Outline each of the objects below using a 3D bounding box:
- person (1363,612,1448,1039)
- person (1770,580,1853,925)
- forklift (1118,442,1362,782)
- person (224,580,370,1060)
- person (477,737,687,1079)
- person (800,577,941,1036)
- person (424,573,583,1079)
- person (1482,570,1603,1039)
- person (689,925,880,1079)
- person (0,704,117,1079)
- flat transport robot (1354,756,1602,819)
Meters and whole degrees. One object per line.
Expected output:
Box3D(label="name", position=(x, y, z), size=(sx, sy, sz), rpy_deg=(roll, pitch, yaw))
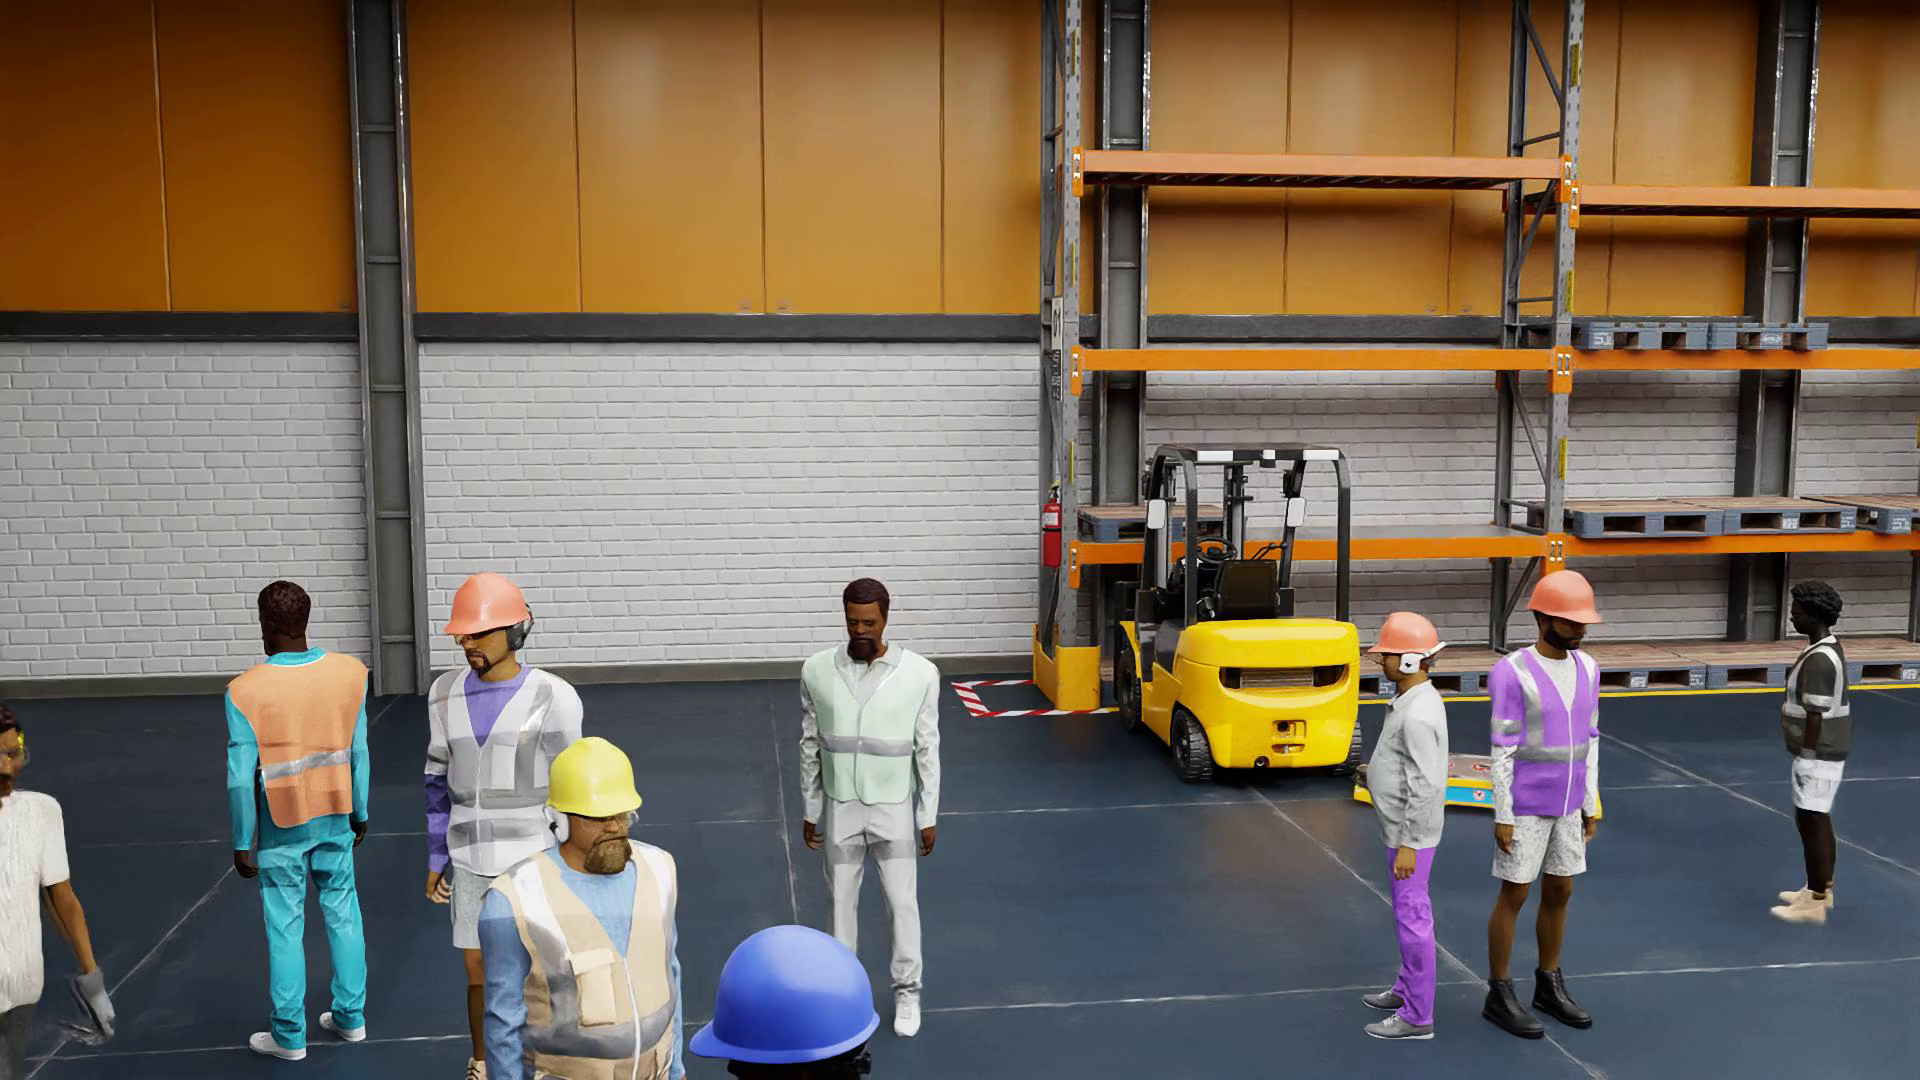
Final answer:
Box3D(label="person", position=(1.831, 1.165, 6.864), size=(0.333, 1.749, 0.574), rpy_deg=(2, 7, 13))
Box3D(label="person", position=(4.234, 1.043, 8.232), size=(0.320, 1.686, 0.539), rpy_deg=(4, 8, 31))
Box3D(label="forklift", position=(1.912, 0.418, 11.496), size=(1.214, 2.155, 2.313), rpy_deg=(-1, 7, -8))
Box3D(label="person", position=(-2.627, 1.114, 6.648), size=(0.397, 1.911, 0.587), rpy_deg=(6, 9, 40))
Box3D(label="person", position=(-0.948, 1.414, 4.338), size=(0.586, 1.835, 0.403), rpy_deg=(-6, 9, -45))
Box3D(label="person", position=(-0.369, 1.091, 6.871), size=(0.586, 1.907, 0.393), rpy_deg=(1, 7, 10))
Box3D(label="person", position=(-1.641, 1.129, 5.927), size=(0.615, 2.042, 0.374), rpy_deg=(2, 7, 16))
Box3D(label="person", position=(2.432, 1.080, 6.863), size=(0.547, 1.929, 0.386), rpy_deg=(-3, 7, -23))
Box3D(label="person", position=(-0.210, 1.557, 2.647), size=(0.415, 1.939, 0.604), rpy_deg=(2, 7, 20))
Box3D(label="person", position=(-2.688, 1.365, 4.764), size=(0.914, 1.829, 0.557), rpy_deg=(3, 7, 23))
Box3D(label="flat transport robot", position=(3.211, 1.504, 10.333), size=(1.431, 0.197, 0.652), rpy_deg=(2, 7, 18))
